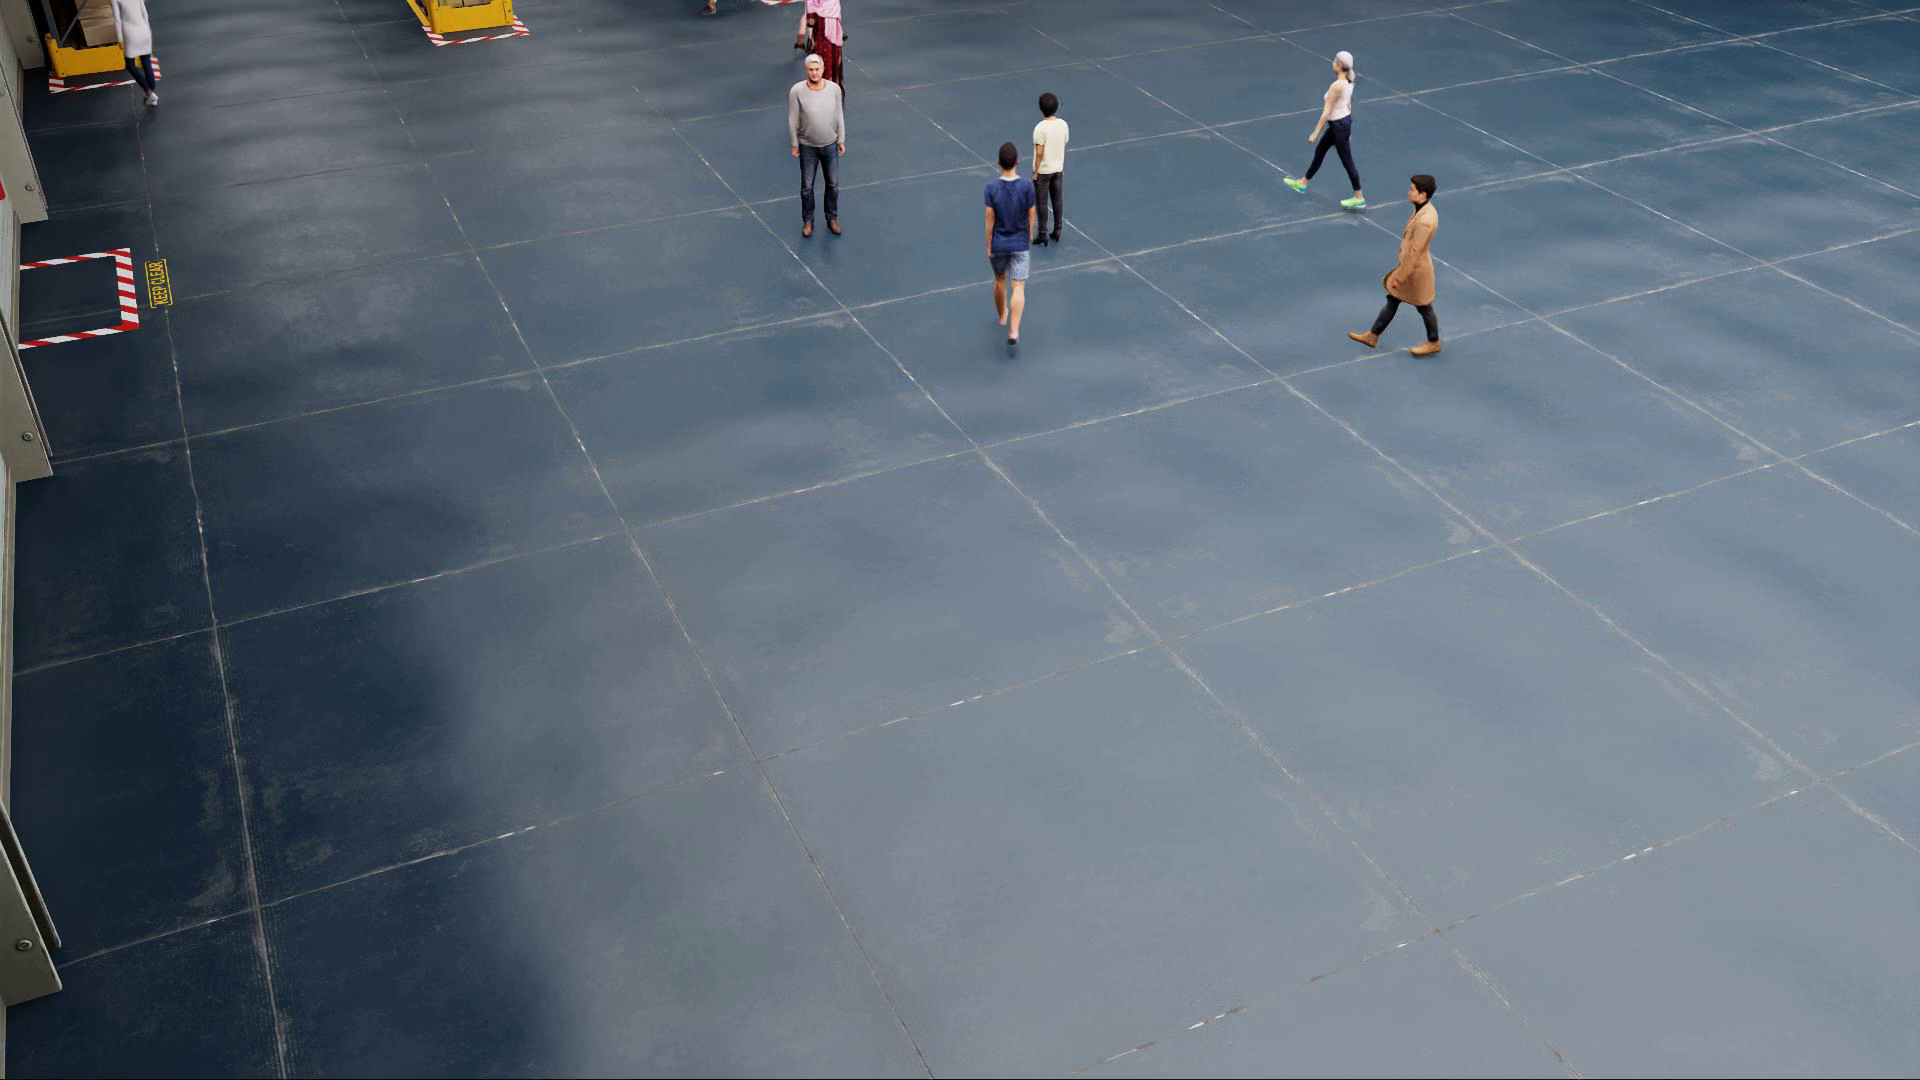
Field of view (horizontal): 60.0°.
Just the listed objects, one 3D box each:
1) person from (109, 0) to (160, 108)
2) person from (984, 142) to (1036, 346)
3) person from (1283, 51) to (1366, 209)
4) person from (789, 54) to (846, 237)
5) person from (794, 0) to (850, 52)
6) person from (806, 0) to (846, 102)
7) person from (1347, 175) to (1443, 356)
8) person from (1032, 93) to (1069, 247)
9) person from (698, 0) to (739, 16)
[{"bbox_3d":[-10.254,-6.271,20.755,0.902,1.769,0.814,23,39,31],"label":"person"},{"bbox_3d":[0.460,-2.658,15.154,0.977,1.820,1.204,2,33,3],"label":"person"},{"bbox_3d":[4.162,-4.359,17.936,1.260,1.638,1.073,17,37,24],"label":"person"},{"bbox_3d":[-1.479,-4.131,17.338,0.790,1.909,0.701,-7,34,-11],"label":"person"},{"bbox_3d":[-1.993,-7.494,22.722,1.214,1.675,1.018,26,41,34],"label":"person"},{"bbox_3d":[-1.705,-6.307,20.933,0.649,1.637,0.584,-15,36,-22],"label":"person"},{"bbox_3d":[4.166,-2.416,14.904,1.069,1.687,1.139,3,33,4],"label":"person"},{"bbox_3d":[0.913,-3.819,17.151,0.630,1.589,0.536,-22,39,-30],"label":"person"},{"bbox_3d":[-3.574,-8.670,24.380,0.693,1.840,0.904,-15,36,-22],"label":"person"}]
